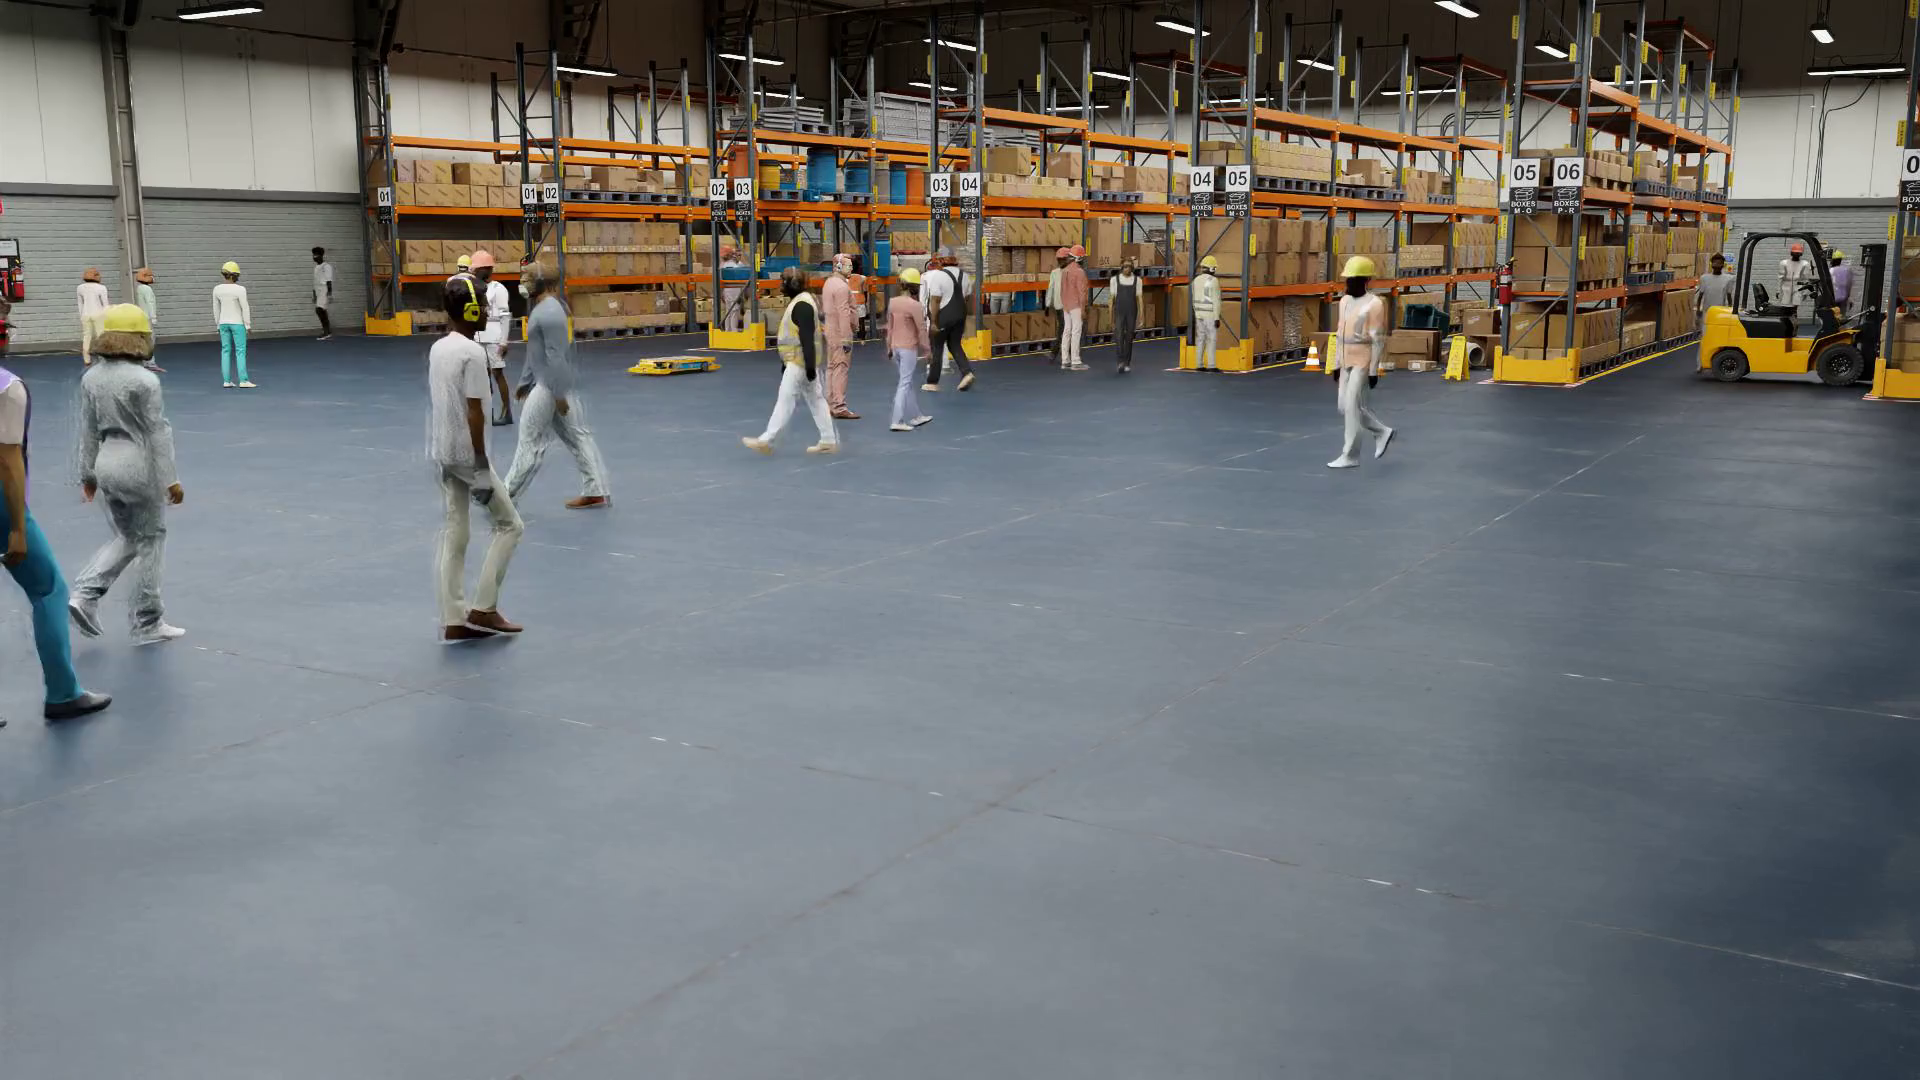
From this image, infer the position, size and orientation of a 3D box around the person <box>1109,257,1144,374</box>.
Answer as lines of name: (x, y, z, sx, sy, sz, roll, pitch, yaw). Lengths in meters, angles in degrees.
person: (2.587, -3.472, 25.800, 0.526, 1.795, 0.964, 0, 10, 1)

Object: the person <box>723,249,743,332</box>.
person: (-4.652, -5.043, 34.317, 0.399, 1.908, 0.643, -6, 12, -29)

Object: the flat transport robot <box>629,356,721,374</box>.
flat transport robot: (-4.450, -2.749, 26.041, 0.652, 0.197, 1.431, 6, 12, 31)

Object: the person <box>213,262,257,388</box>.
person: (-10.175, -3.007, 23.308, 0.532, 1.765, 0.328, 2, 10, 12)

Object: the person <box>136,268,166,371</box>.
person: (-12.841, -3.483, 26.339, 0.280, 1.633, 0.500, -9, 14, -42)

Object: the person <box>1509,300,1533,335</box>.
person: (10.456, -4.486, 31.174, 0.560, 1.899, 0.913, 6, 12, 32)

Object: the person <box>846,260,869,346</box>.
person: (-2.059, -4.640, 32.639, 0.532, 1.697, 0.319, -1, 10, -6)

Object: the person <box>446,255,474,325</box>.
person: (-7.813, -3.589, 26.376, 0.586, 1.833, 0.403, -1, 10, -5)

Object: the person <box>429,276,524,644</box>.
person: (-2.442, -0.399, 8.438, 0.527, 1.852, 0.563, -10, 14, -44)

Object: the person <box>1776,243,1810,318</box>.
person: (18.141, -5.444, 36.227, 0.636, 2.022, 0.441, 5, 11, 27)

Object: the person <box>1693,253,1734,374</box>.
person: (11.689, -3.501, 25.792, 0.534, 1.864, 0.310, 4, 11, 22)

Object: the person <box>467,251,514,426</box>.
person: (-5.266, -2.225, 18.511, 0.555, 1.933, 0.400, 7, 12, 33)

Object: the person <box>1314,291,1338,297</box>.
person: (7.784, -5.219, 35.445, 0.593, 1.867, 0.934, 5, 11, 27)

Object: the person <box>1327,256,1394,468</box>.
person: (3.653, -1.608, 15.052, 0.681, 1.911, 0.594, -4, 11, -19)

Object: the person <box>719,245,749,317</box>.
person: (-4.719, -5.190, 34.902, 0.668, 1.995, 0.903, 3, 10, 15)

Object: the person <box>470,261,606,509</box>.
person: (-3.177, -1.139, 12.504, 1.032, 1.877, 0.648, -2, 10, -13)

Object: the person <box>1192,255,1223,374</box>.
person: (3.858, -3.501, 25.885, 0.403, 1.832, 0.591, -6, 12, -30)

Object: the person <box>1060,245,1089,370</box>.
person: (1.850, -3.729, 26.701, 0.396, 1.993, 0.618, -5, 11, -28)

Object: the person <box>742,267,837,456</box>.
person: (-1.617, -1.698, 15.893, 0.955, 1.791, 0.651, -1, 10, -5)

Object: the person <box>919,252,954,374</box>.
person: (-0.341, -3.516, 25.821, 0.584, 1.882, 0.337, 4, 11, 21)

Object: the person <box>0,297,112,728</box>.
person: (-3.961, -0.105, 6.912, 0.590, 1.817, 0.802, 4, 11, 19)

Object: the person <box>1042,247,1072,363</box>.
person: (1.699, -3.975, 28.220, 0.651, 1.939, 0.998, 10, 14, 43)

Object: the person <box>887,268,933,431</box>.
person: (-0.484, -2.056, 18.016, 0.711, 1.738, 0.551, -8, 13, -38)

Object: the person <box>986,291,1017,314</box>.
person: (0.819, -4.815, 32.980, 0.626, 1.934, 0.363, 1, 10, 5)

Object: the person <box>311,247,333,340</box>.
person: (-13.366, -5.130, 34.671, 0.538, 1.948, 0.651, -10, 14, -43)

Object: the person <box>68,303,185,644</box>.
person: (-4.198, -0.318, 8.358, 0.504, 1.726, 0.474, 5, 11, 25)

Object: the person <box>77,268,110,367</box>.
person: (-14.181, -3.638, 27.243, 0.500, 1.623, 0.299, 1, 10, 3)

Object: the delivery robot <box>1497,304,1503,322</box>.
delivery robot: (13.077, -5.491, 40.342, 0.707, 0.478, 0.477, -1, 10, -6)

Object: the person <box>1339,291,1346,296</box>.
person: (8.593, -5.440, 36.557, 0.564, 1.903, 0.819, 5, 11, 26)

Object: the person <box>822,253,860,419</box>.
person: (-1.367, -2.359, 19.288, 0.401, 1.904, 0.650, -4, 11, -19)

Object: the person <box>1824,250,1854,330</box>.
person: (17.253, -4.730, 32.609, 0.620, 1.890, 0.756, 0, 10, 2)

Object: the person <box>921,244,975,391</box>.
person: (-0.163, -3.048, 22.764, 0.690, 2.000, 0.786, -10, 14, -43)
